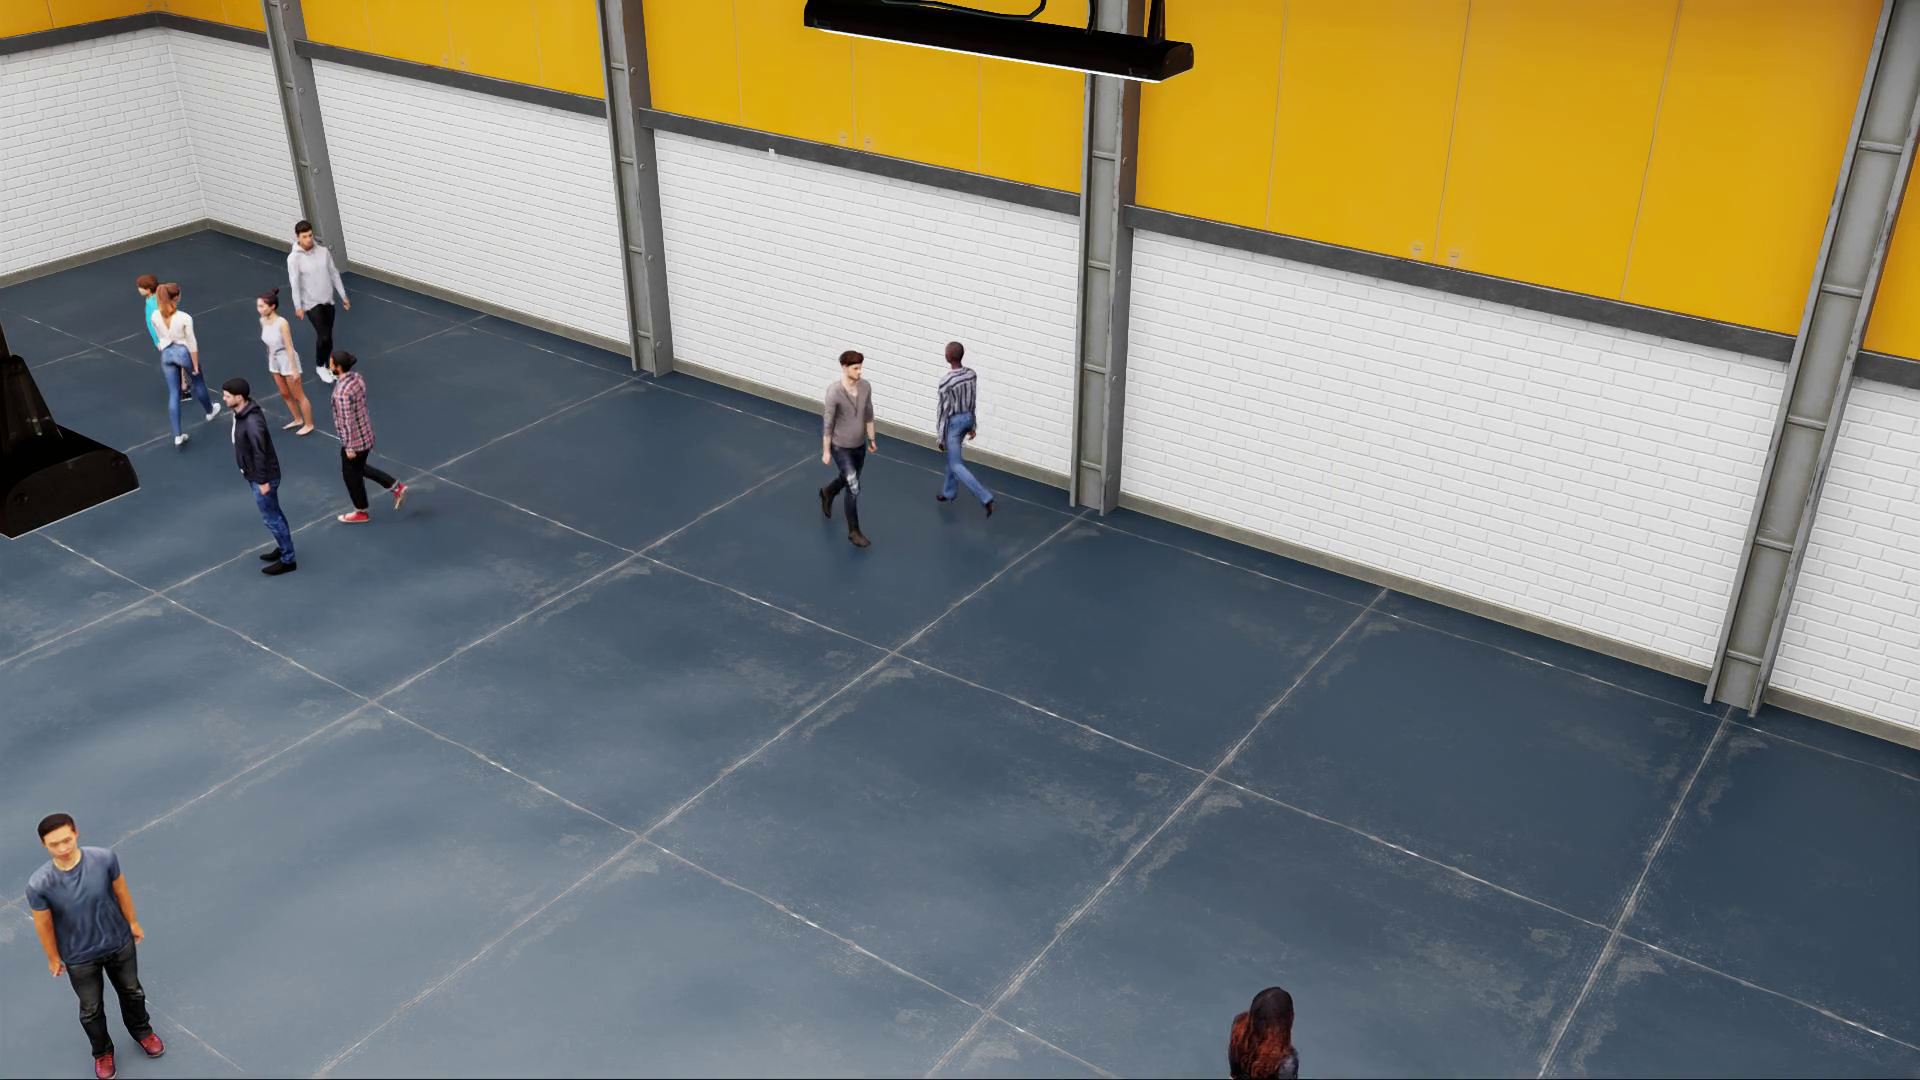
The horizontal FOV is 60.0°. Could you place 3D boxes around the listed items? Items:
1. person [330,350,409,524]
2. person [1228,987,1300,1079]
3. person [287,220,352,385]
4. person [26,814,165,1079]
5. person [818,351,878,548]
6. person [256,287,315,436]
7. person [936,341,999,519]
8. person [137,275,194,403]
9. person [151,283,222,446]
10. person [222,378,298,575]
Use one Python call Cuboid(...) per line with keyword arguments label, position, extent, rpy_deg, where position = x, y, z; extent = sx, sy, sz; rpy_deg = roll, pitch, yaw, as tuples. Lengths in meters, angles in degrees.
Cuboid(label="person", position=(-5.660, -0.972, 15.757), extent=(1.061, 1.745, 0.979), rpy_deg=(-2, 29, -4))
Cuboid(label="person", position=(1.481, 3.003, 8.623), extent=(0.959, 1.597, 1.124), rpy_deg=(-19, 34, -31))
Cuboid(label="person", position=(-7.312, -2.678, 18.765), extent=(0.646, 1.860, 0.713), rpy_deg=(16, 32, 27))
Cuboid(label="person", position=(-5.025, 2.322, 9.651), extent=(0.707, 1.809, 0.613), rpy_deg=(-23, 36, -36))
Cuboid(label="person", position=(-1.096, -0.905, 15.510), extent=(0.879, 1.864, 1.232), rpy_deg=(-23, 36, -35))
Cuboid(label="person", position=(-7.133, -1.888, 17.567), extent=(0.504, 1.619, 0.668), rpy_deg=(17, 33, 29))
Cuboid(label="person", position=(0.042, -1.001, 15.790), extent=(1.109, 1.763, 0.726), rpy_deg=(23, 36, 36))
Cuboid(label="person", position=(-8.798, -2.252, 18.419), extent=(0.663, 1.443, 0.569), rpy_deg=(-13, 31, -22))
Cuboid(label="person", position=(-8.188, -1.808, 17.370), extent=(1.174, 1.668, 1.129), rpy_deg=(-1, 29, -1))
Cuboid(label="person", position=(-6.248, -0.597, 14.921), extent=(0.818, 1.887, 0.692), rpy_deg=(-13, 31, -22))
